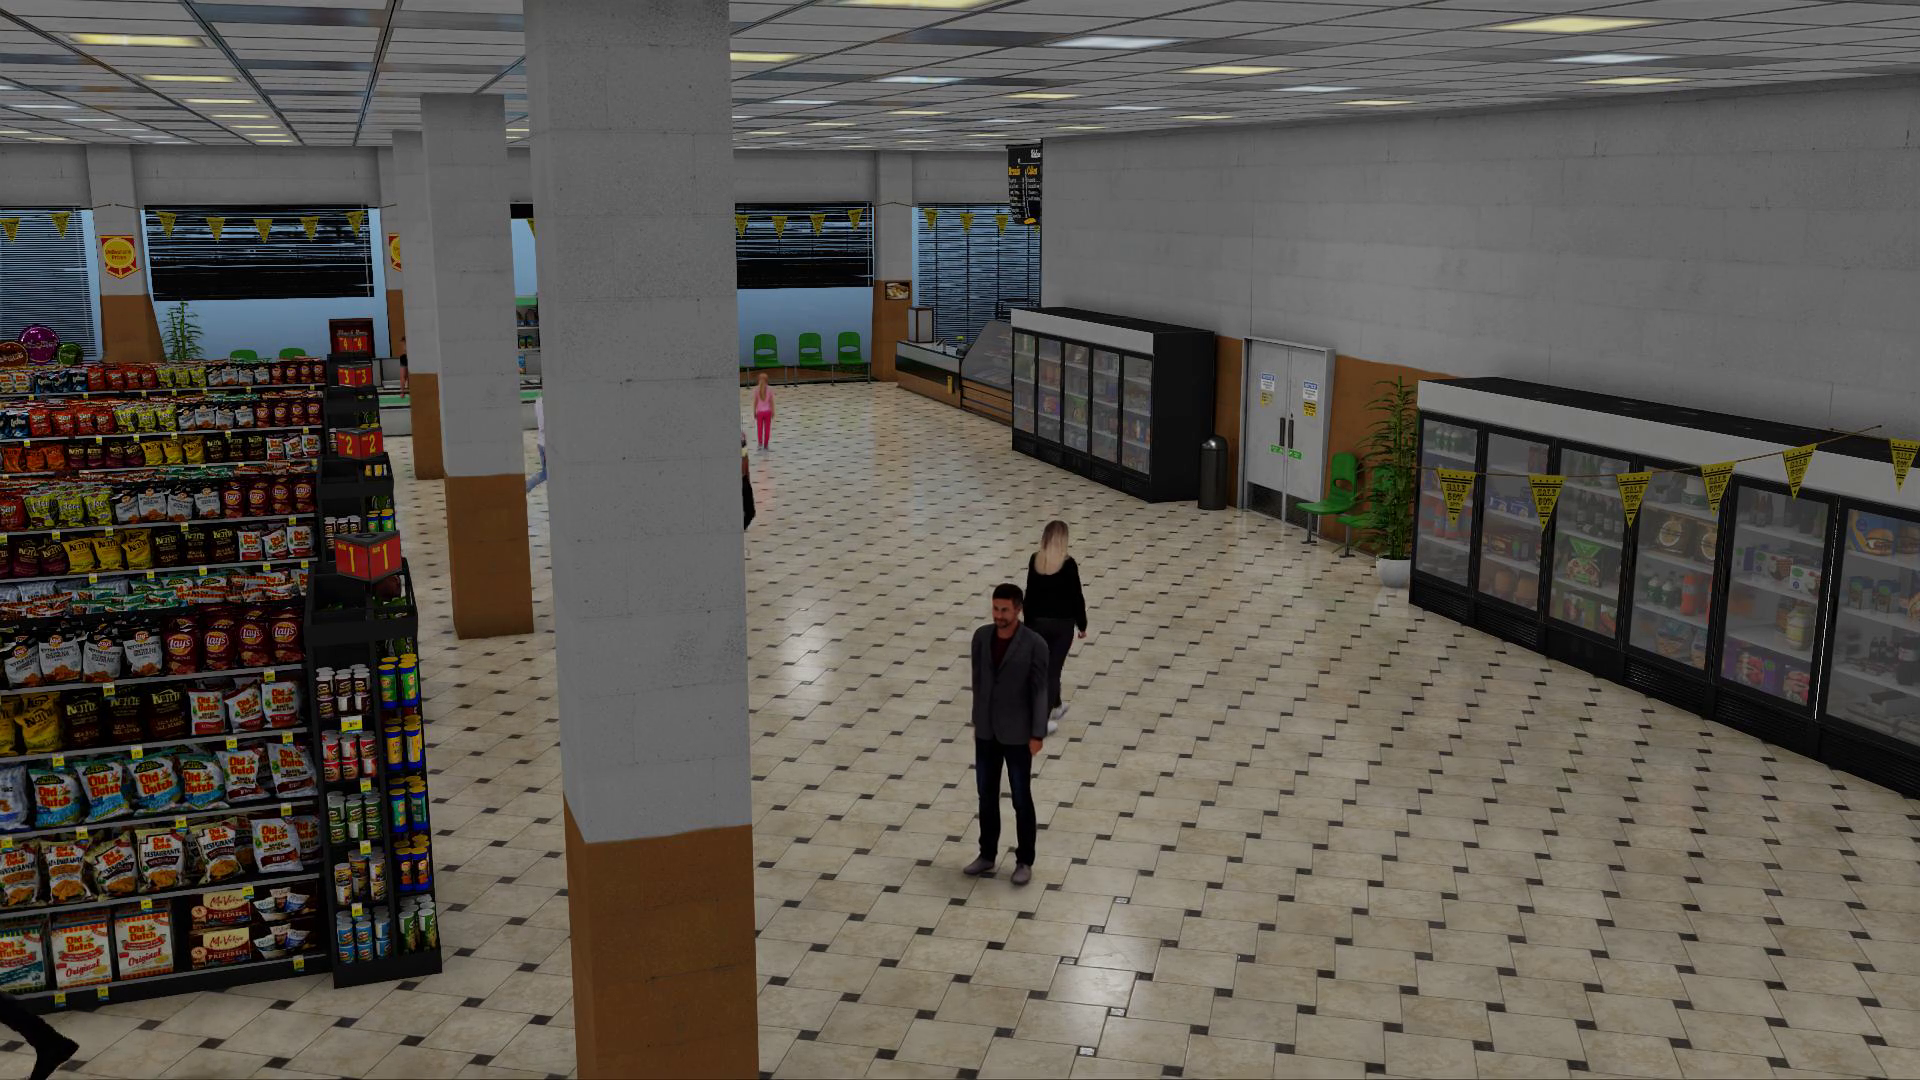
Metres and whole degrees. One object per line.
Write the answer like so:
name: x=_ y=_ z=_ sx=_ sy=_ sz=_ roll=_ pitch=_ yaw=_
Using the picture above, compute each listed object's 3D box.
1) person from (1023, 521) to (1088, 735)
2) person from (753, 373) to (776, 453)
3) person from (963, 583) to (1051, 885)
person: x=0.674 y=0.705 z=12.824 sx=0.910 sy=1.662 sz=1.001 roll=7 pitch=14 yaw=31
person: x=-3.171 y=-2.063 z=26.936 sx=0.586 sy=1.262 sz=0.633 roll=0 pitch=12 yaw=0
person: x=0.275 y=1.156 z=10.171 sx=0.811 sy=1.872 sz=0.852 roll=7 pitch=14 yaw=30
